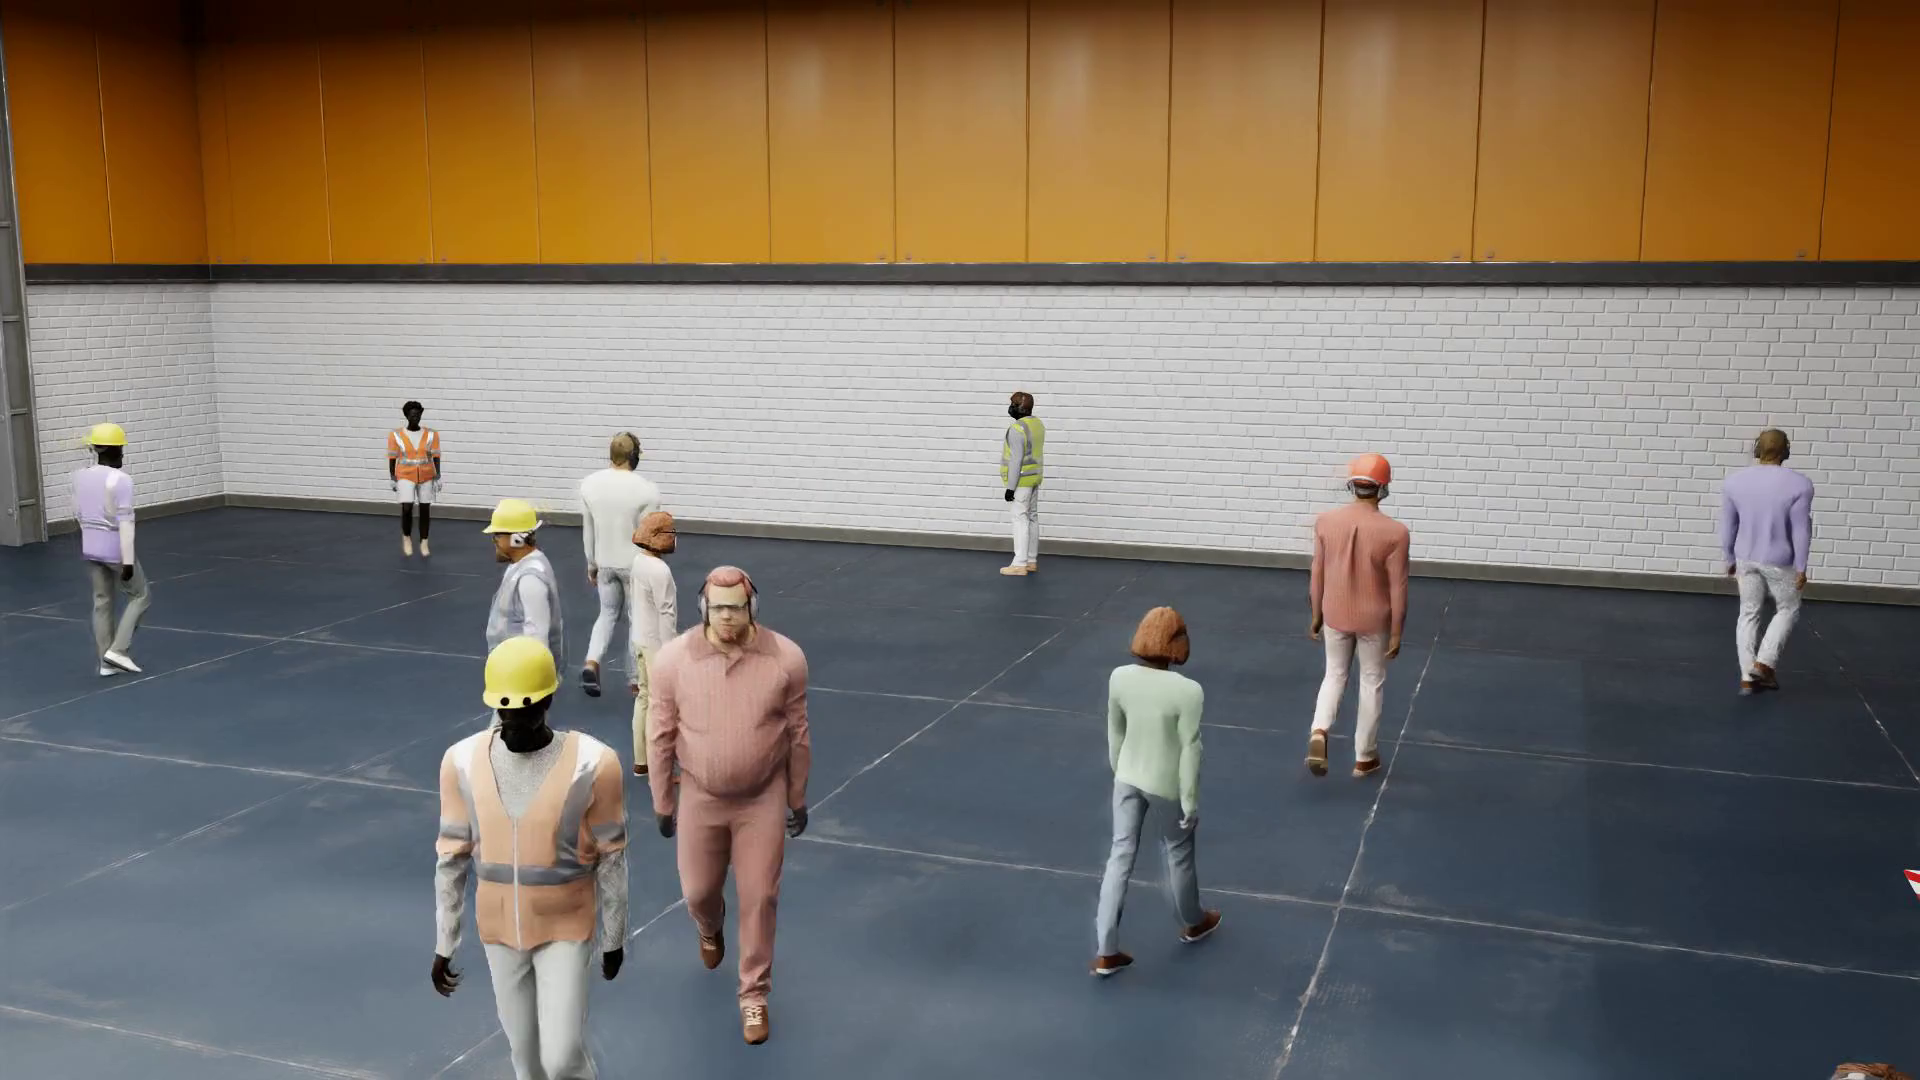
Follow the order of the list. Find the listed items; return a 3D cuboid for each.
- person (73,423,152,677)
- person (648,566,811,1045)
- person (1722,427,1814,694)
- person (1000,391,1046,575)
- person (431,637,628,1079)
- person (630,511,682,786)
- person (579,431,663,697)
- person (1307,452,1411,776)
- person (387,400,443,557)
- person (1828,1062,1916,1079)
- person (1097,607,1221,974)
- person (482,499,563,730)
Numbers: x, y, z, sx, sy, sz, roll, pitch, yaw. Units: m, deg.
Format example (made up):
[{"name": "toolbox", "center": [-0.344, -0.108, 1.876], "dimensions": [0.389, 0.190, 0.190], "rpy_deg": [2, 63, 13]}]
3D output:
[{"name": "person", "center": [-6.347, 0.081, 12.461], "dimensions": [0.584, 1.913, 0.415], "rpy_deg": [3, 10, 19]}, {"name": "person", "center": [-0.930, 1.015, 6.767], "dimensions": [0.650, 1.886, 0.737], "rpy_deg": [-1, 9, -8]}, {"name": "person", "center": [5.780, 0.156, 11.922], "dimensions": [0.432, 1.928, 0.639], "rpy_deg": [-8, 12, -41]}, {"name": "person", "center": [0.615, -0.571, 16.718], "dimensions": [0.429, 1.847, 0.628], "rpy_deg": [4, 10, 25]}, {"name": "person", "center": [-1.367, 1.239, 5.310], "dimensions": [0.596, 1.909, 0.484], "rpy_deg": [1, 9, 8]}, {"name": "person", "center": [-1.801, 0.636, 9.887], "dimensions": [0.268, 1.631, 0.507], "rpy_deg": [-5, 11, -29]}, {"name": "person", "center": [-2.384, 0.194, 11.714], "dimensions": [0.642, 1.925, 0.669], "rpy_deg": [3, 10, 18]}, {"name": "person", "center": [2.342, 0.469, 9.858], "dimensions": [0.629, 1.981, 0.673], "rpy_deg": [6, 11, 33]}, {"name": "person", "center": [-5.775, -0.643, 17.657], "dimensions": [0.546, 1.685, 0.420], "rpy_deg": [-5, 10, -27]}, {"name": "person", "center": [1.379, 1.700, 2.661], "dimensions": [0.619, 1.837, 0.430], "rpy_deg": [6, 11, 33]}, {"name": "person", "center": [0.867, 1.071, 7.318], "dimensions": [0.515, 1.582, 0.847], "rpy_deg": [7, 12, 39]}, {"name": "person", "center": [-2.383, 0.676, 9.082], "dimensions": [0.427, 1.817, 0.599], "rpy_deg": [-2, 9, -12]}]
